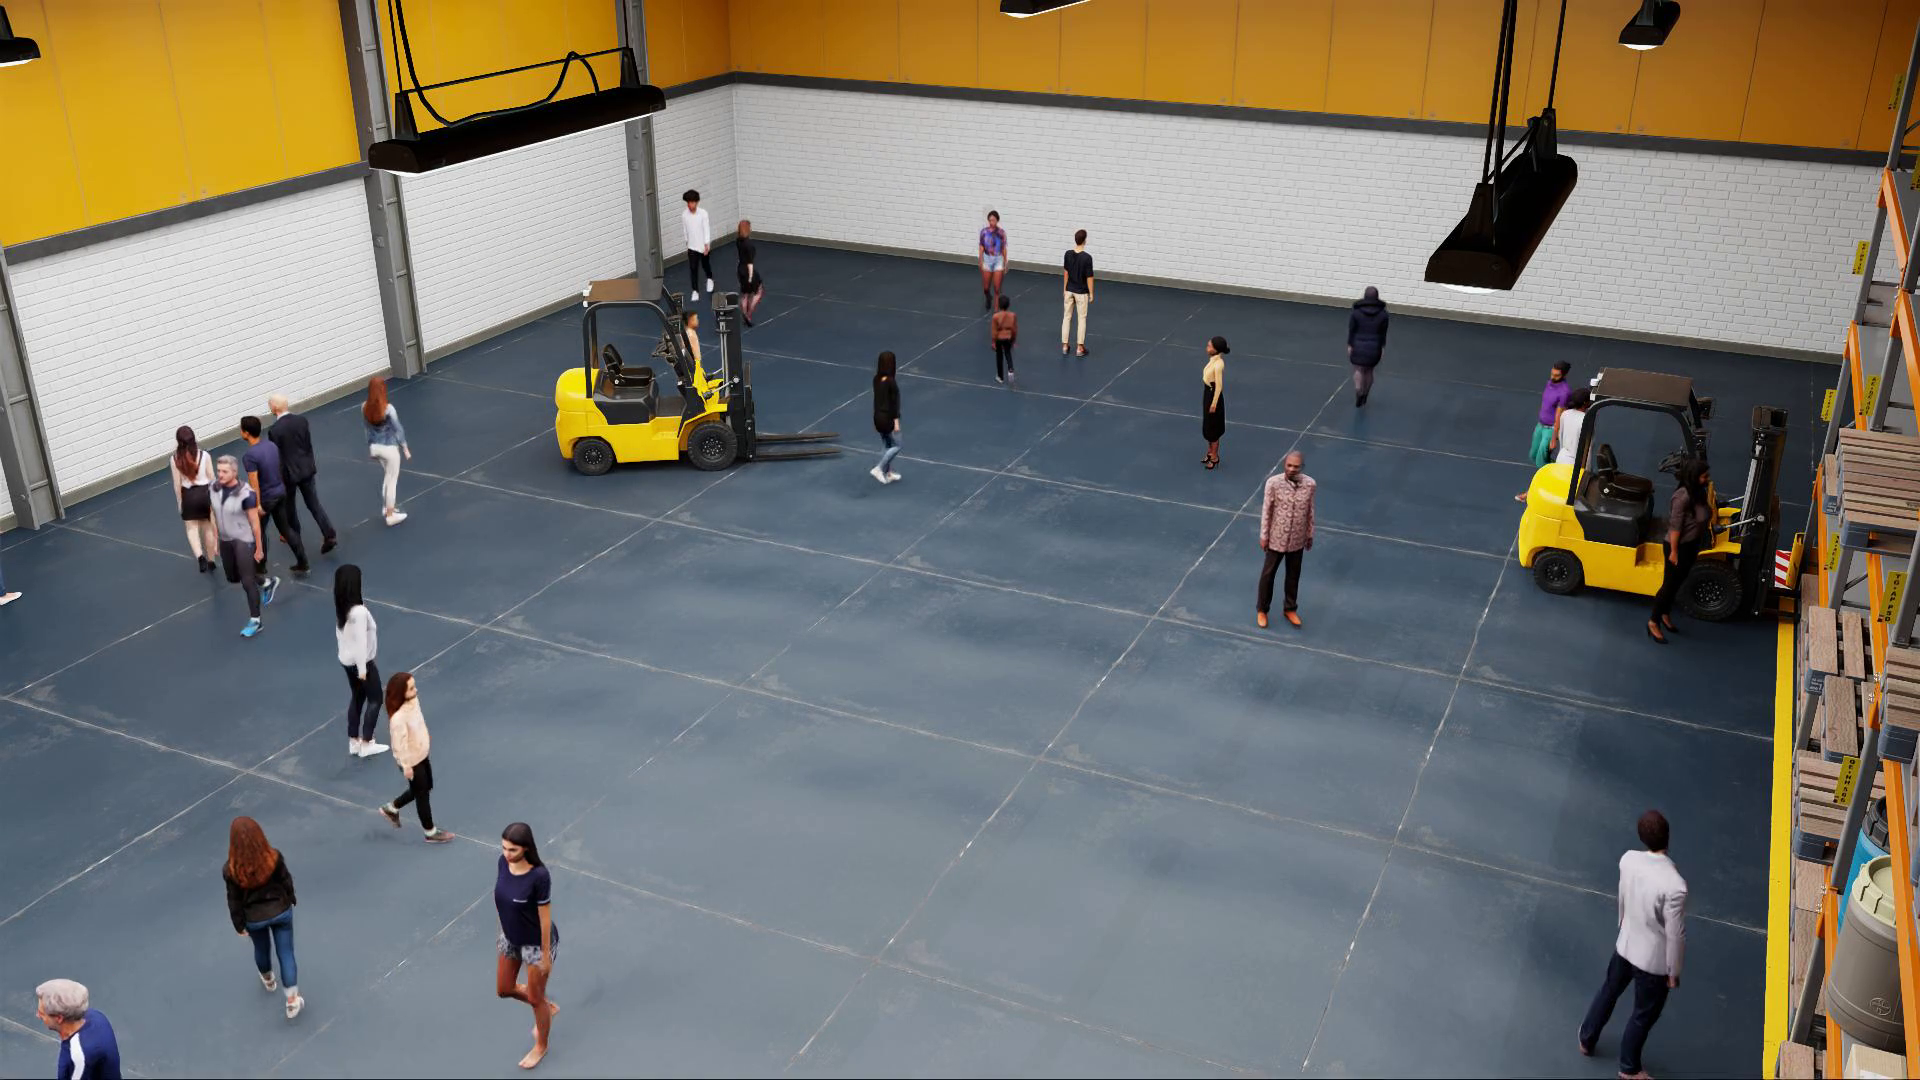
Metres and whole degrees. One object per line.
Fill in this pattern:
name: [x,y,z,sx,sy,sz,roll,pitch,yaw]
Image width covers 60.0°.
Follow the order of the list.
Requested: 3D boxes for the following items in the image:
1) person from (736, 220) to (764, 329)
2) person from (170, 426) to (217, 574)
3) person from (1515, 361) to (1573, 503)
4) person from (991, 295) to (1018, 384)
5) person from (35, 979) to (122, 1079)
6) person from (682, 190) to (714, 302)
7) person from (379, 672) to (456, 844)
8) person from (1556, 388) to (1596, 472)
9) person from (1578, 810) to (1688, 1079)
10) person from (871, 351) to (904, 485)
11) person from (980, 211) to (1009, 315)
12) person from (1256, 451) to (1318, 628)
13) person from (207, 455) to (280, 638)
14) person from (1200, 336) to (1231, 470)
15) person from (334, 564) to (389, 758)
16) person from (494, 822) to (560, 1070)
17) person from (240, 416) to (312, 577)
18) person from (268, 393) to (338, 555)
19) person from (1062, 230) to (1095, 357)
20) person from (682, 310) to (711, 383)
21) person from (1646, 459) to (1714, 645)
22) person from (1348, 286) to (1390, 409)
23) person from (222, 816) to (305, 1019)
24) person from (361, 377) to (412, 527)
person: [-3.346,-4.077,25.646,0.691,1.693,0.674,-20,31,-39]
person: [-7.888,-0.375,17.244,0.793,1.639,0.835,-12,26,-25]
person: [6.865,-1.240,19.105,1.012,1.734,1.012,-2,24,-5]
person: [0.622,-2.787,23.252,0.706,1.247,0.769,-7,25,-16]
person: [-4.536,3.136,9.028,1.292,1.786,1.075,-15,28,-30]
person: [-4.271,-4.867,27.359,0.923,1.768,1.243,1,24,1]
person: [-4.254,1.670,12.771,0.827,1.475,0.847,0,24,0]
person: [6.687,-0.831,18.165,0.763,1.736,0.704,-8,25,-18]
person: [4.249,2.568,10.286,0.945,1.819,0.848,0,24,0]
person: [-0.912,-1.404,19.601,0.834,1.636,0.725,-20,30,-38]
person: [0.533,-4.337,26.194,0.763,1.730,0.890,1,24,2]
person: [3.189,-0.037,16.261,0.767,1.806,0.769,-2,24,-4]
person: [-6.947,0.003,16.170,0.755,1.807,0.993,8,25,17]
person: [3.073,-1.675,20.199,0.718,1.653,0.608,-1,24,-1]
person: [-5.101,1.047,13.954,0.711,1.669,0.718,-15,28,-31]
person: [-2.679,2.501,10.519,0.632,1.756,0.668,14,27,29]
person: [-7.084,-0.434,17.223,0.761,1.763,0.904,8,25,17]
person: [-7.048,-0.691,17.801,0.935,1.772,1.161,16,28,33]
person: [1.710,-3.634,24.435,0.638,1.851,0.538,12,26,25]
person: [-3.584,-2.308,21.897,0.748,1.453,0.688,-6,24,-13]
person: [6.896,0.085,15.941,0.773,1.840,0.624,19,30,36]
person: [5.428,-2.551,22.194,0.825,1.662,1.011,4,24,8]
person: [-4.541,2.478,10.941,0.893,1.461,0.933,-10,25,-21]
person: [-6.462,-0.958,18.522,0.628,1.684,0.596,13,27,27]
